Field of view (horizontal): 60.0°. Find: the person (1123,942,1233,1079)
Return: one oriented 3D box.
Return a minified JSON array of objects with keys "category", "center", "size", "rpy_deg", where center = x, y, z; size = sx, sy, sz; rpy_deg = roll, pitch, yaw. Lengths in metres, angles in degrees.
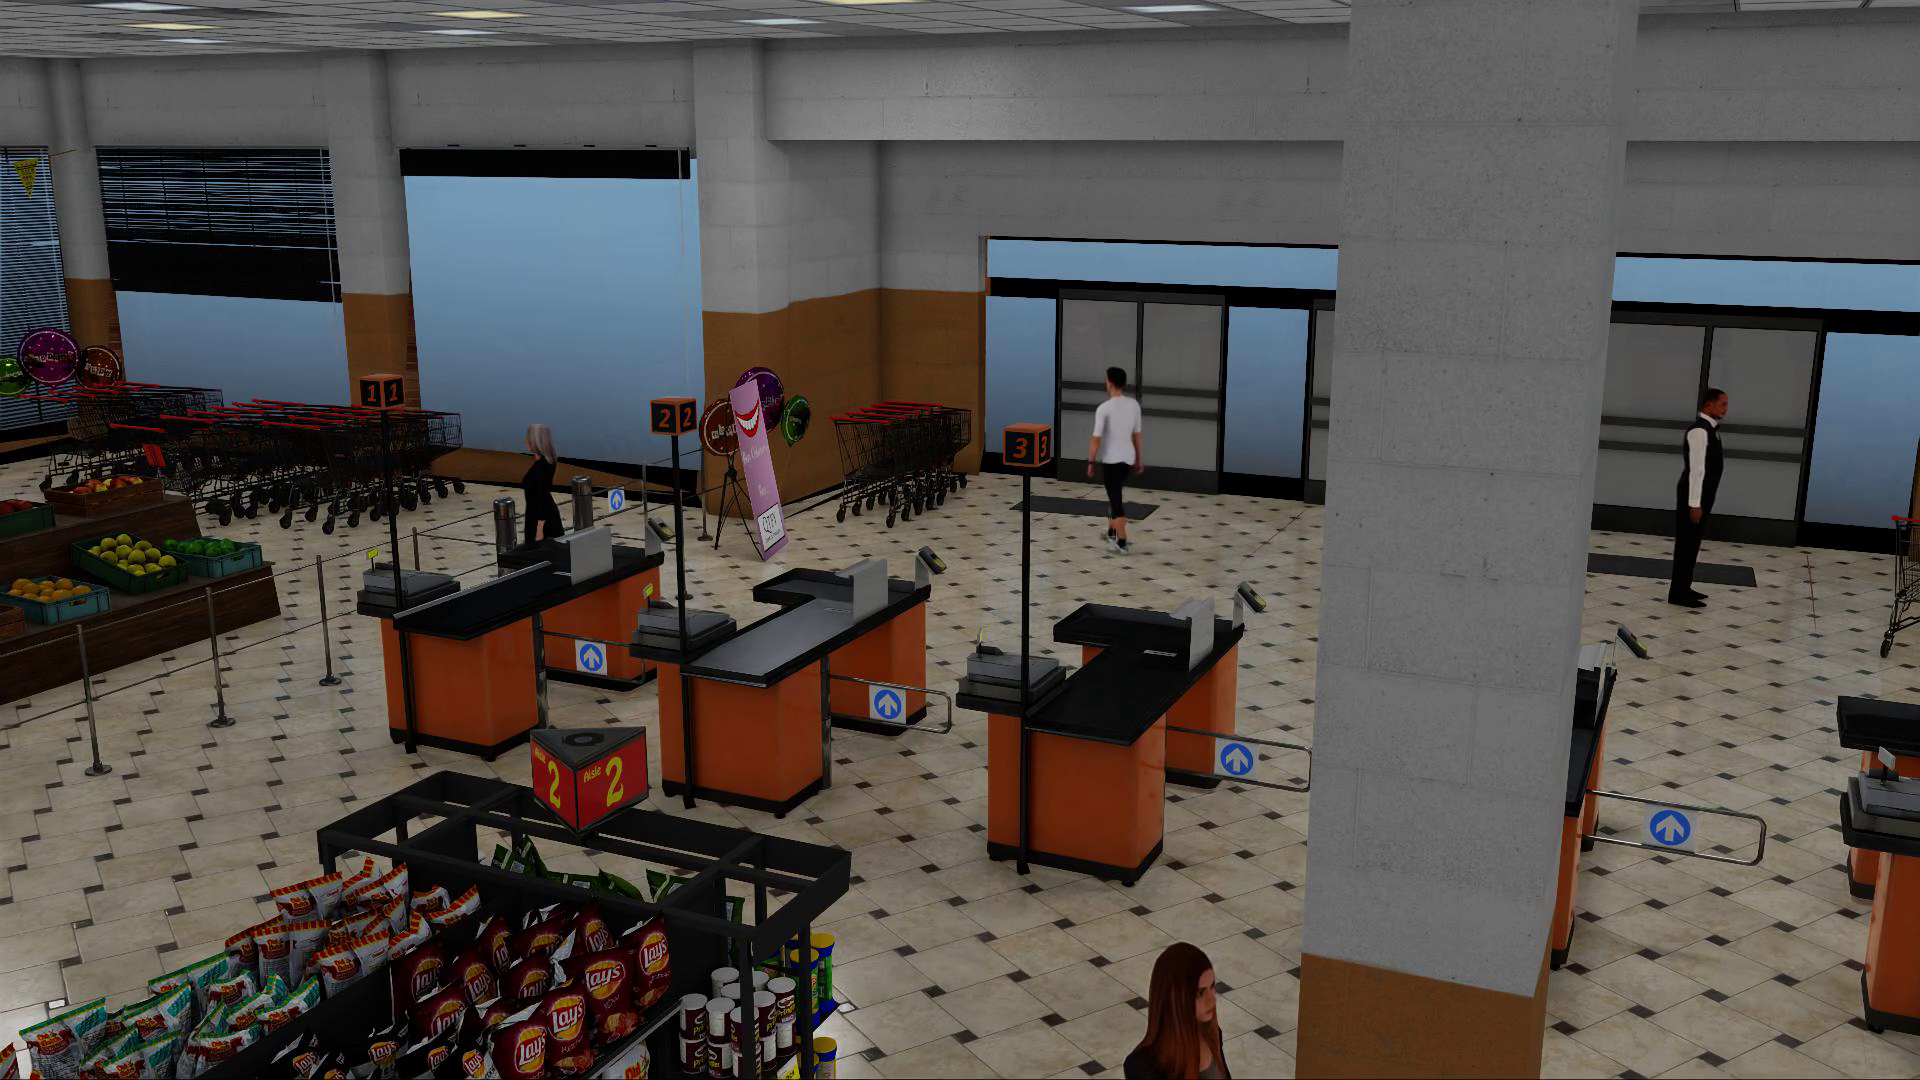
[{"category":"person","center":[0.667,2.027,5.128],"size":[0.713,1.704,0.535],"rpy_deg":[11,17,37]}]

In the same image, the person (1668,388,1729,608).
[{"category":"person","center":[6.475,-0.389,14.635],"size":[0.751,1.917,0.520],"rpy_deg":[7,15,27]}]

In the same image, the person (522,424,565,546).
[{"category":"person","center":[-3.472,-0.112,13.857],"size":[0.765,1.746,0.679],"rpy_deg":[-2,14,-10]}]

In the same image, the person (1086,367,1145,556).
[{"category":"person","center":[1.603,-0.757,16.336],"size":[0.957,1.832,1.001],"rpy_deg":[-8,16,-31]}]
